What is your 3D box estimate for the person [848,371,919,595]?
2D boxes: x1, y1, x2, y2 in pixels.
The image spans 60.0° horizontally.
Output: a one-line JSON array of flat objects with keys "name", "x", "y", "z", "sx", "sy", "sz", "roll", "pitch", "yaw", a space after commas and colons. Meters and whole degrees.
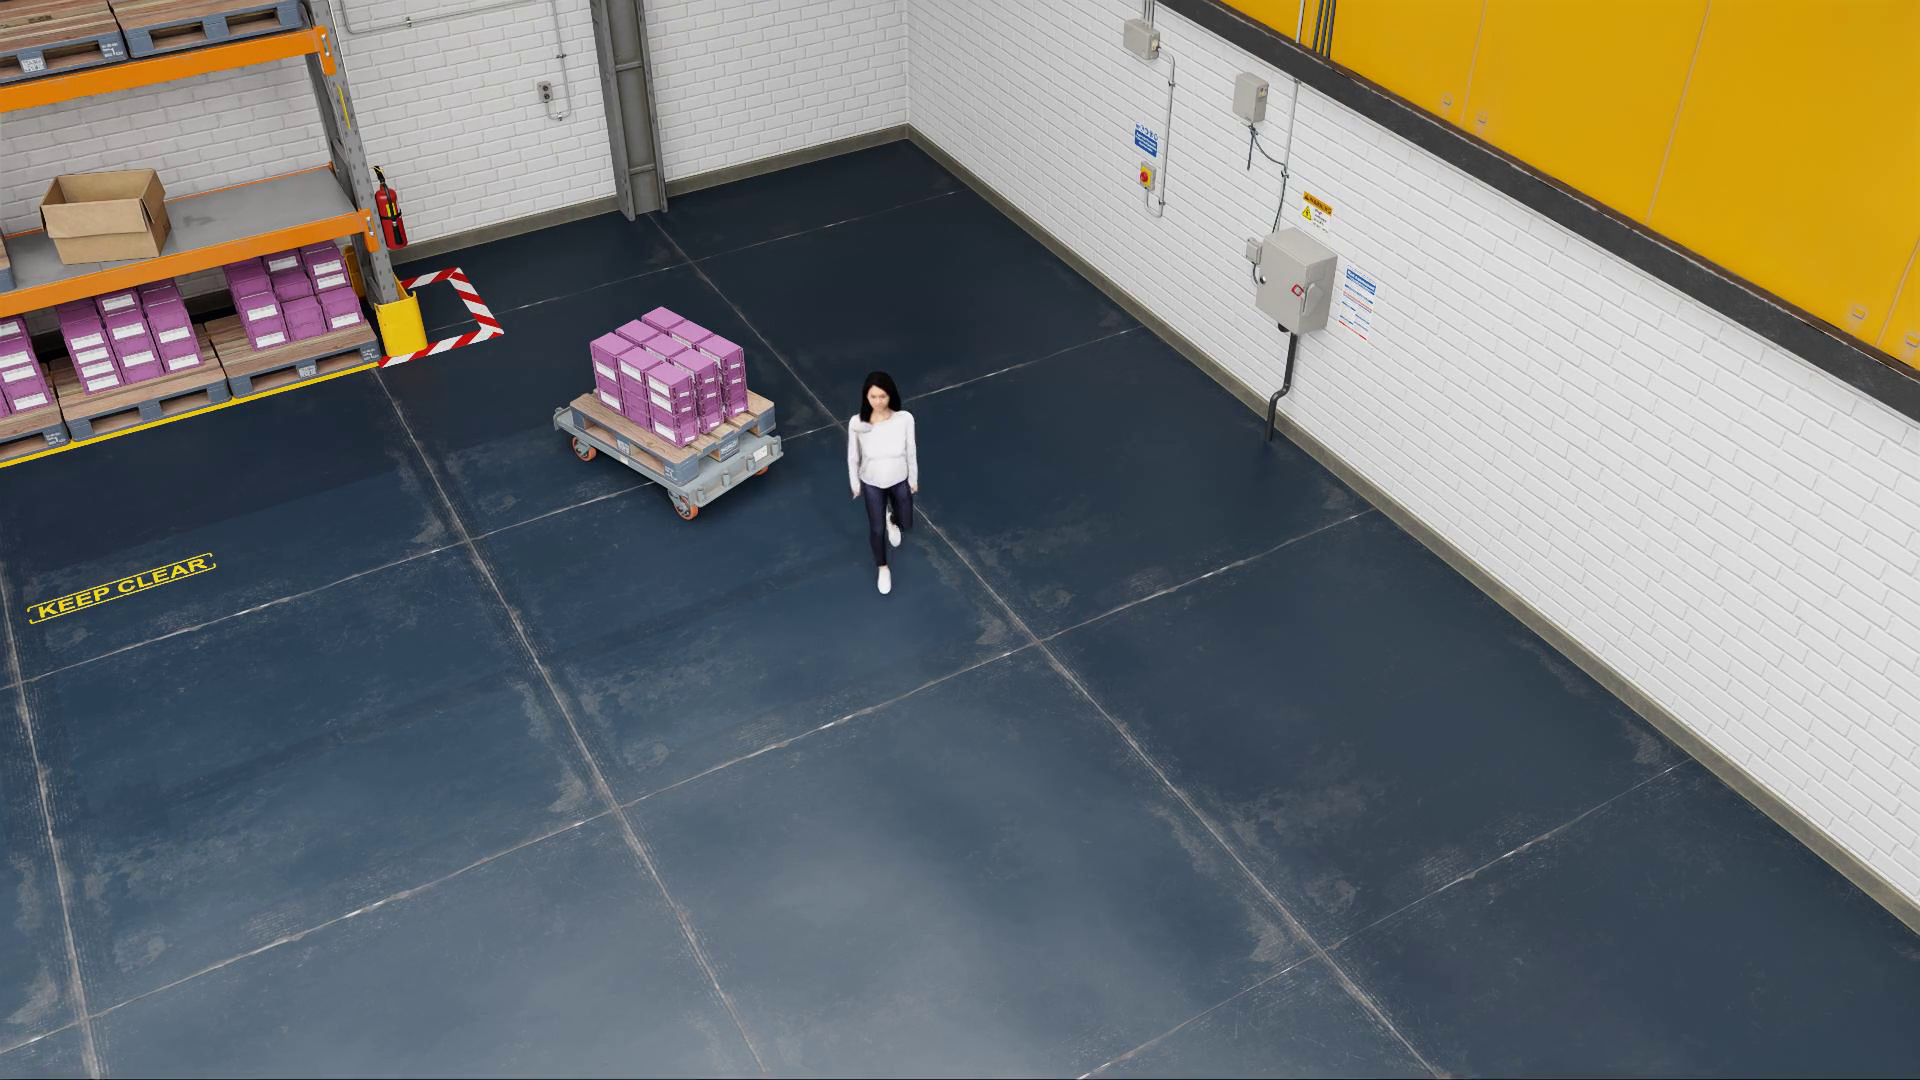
[{"name": "person", "x": -0.508, "y": -0.453, "z": 11.295, "sx": 0.863, "sy": 1.689, "sz": 0.852, "roll": -5, "pitch": 39, "yaw": -6}]
